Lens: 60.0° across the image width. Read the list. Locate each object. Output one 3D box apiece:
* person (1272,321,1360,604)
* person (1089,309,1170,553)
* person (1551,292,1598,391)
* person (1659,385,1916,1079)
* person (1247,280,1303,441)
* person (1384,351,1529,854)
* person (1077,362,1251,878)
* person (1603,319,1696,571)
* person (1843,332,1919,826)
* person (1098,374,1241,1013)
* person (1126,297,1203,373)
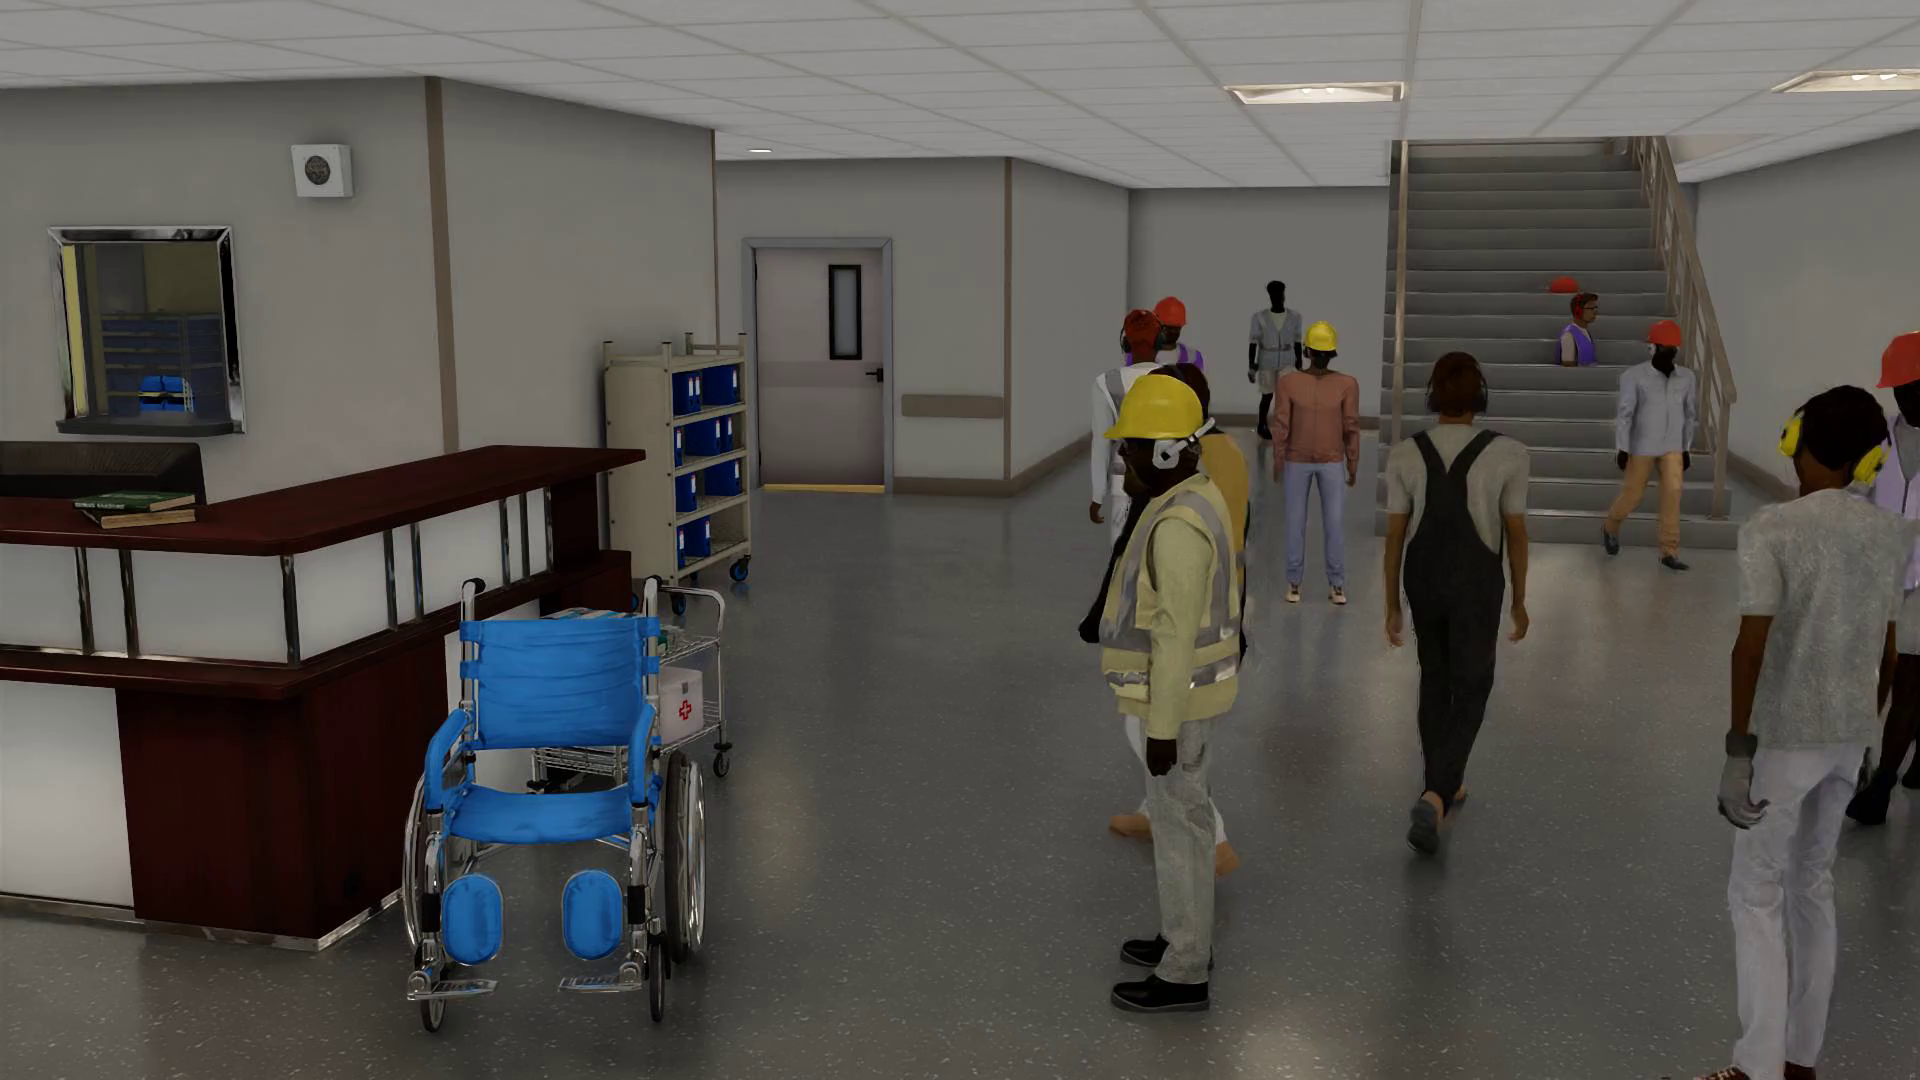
[{"bbox_3d":[2.216,-0.478,10.364,0.540,1.765,0.332,1,10,8],"label":"person"},{"bbox_3d":[0.954,-0.254,8.674,0.576,1.883,0.362,-2,10,-9],"label":"person"},{"bbox_3d":[5.379,-1.240,14.582,0.389,1.847,0.563,6,11,32],"label":"person"},{"bbox_3d":[2.094,0.539,4.194,0.680,1.816,0.450,-3,10,-18],"label":"person"},{"bbox_3d":[3.637,-2.035,19.134,0.674,1.905,0.987,0,10,2],"label":"person"},{"bbox_3d":[1.800,0.217,6.116,0.518,1.817,0.861,6,11,30],"label":"person"},{"bbox_3d":[0.754,0.282,5.764,0.659,1.804,0.620,6,12,33],"label":"person"},{"bbox_3d":[4.862,-0.686,11.673,0.580,1.728,0.770,-1,10,-7],"label":"person"},{"bbox_3d":[3.709,0.132,6.468,1.064,1.879,0.546,-7,12,-38],"label":"person"},{"bbox_3d":[0.601,0.437,4.793,0.404,1.825,0.595,2,10,10],"label":"person"},{"bbox_3d":[1.442,-0.753,11.647,0.550,1.877,1.022,-2,10,-10],"label":"person"}]
